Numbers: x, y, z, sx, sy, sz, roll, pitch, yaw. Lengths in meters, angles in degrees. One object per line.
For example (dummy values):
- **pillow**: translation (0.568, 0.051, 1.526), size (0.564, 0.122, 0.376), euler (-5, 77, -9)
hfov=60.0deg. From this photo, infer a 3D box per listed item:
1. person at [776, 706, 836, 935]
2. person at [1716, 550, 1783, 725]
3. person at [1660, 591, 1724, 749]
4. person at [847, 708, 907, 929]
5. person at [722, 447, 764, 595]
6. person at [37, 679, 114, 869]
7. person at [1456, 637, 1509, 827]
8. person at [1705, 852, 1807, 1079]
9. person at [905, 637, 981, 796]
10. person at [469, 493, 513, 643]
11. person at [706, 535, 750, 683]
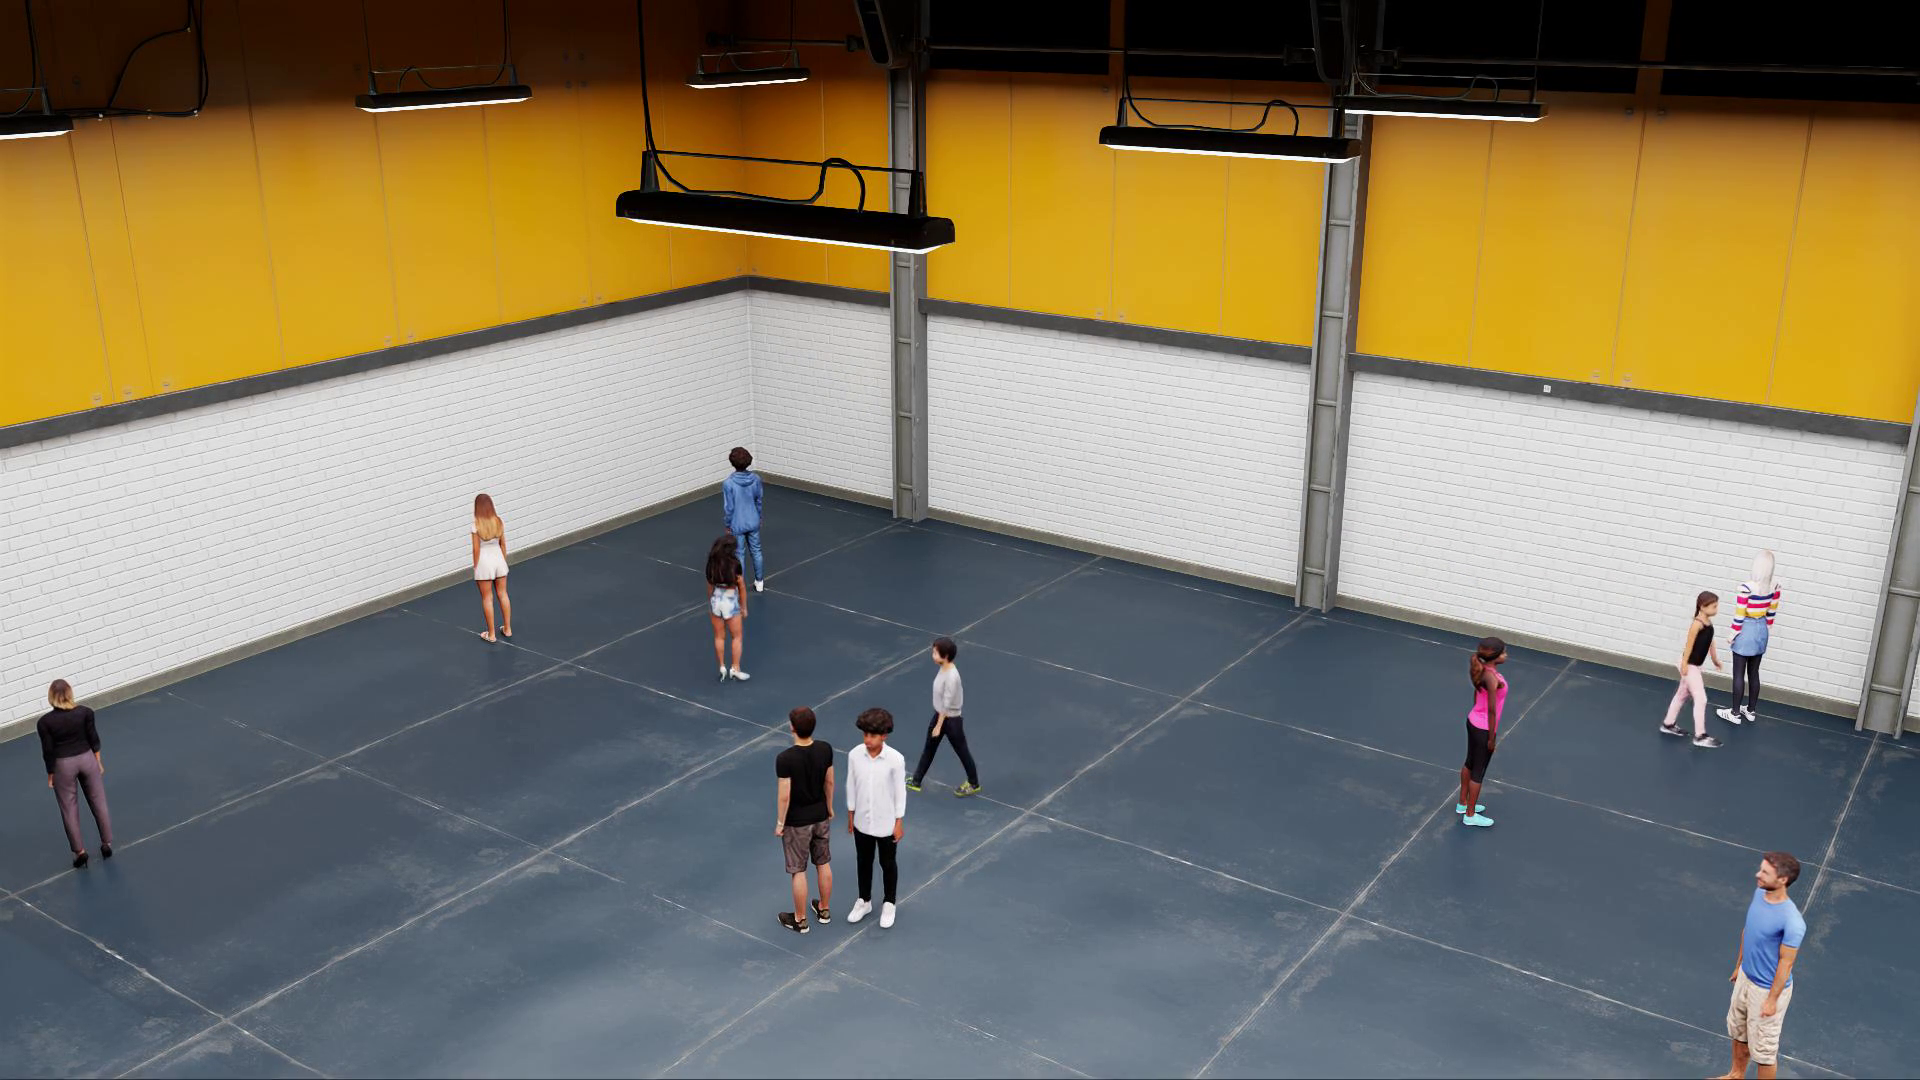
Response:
- **person**: translation (-1.190, 2.142, 12.842), size (0.739, 1.862, 0.697), euler (-13, 23, -35)
- **person**: translation (7.847, 0.942, 16.485), size (0.722, 1.809, 0.745), euler (-6, 19, -16)
- **person**: translation (7.036, 1.202, 16.135), size (0.836, 1.541, 0.543), euler (13, 23, 34)
- **person**: translation (-0.650, 2.138, 12.934), size (0.594, 1.809, 0.743), euler (6, 20, 18)
- **person**: translation (-2.596, -0.236, 19.983), size (0.752, 1.811, 0.735), euler (-10, 21, -26)
- **person**: translation (-7.323, 1.927, 13.777), size (0.641, 1.671, 0.595), euler (-16, 25, -40)
- **person**: translation (4.559, 1.645, 14.534), size (0.694, 1.722, 0.660), euler (1, 19, 2)
- **person**: translation (5.191, 2.848, 10.742), size (0.776, 1.864, 0.734), euler (-2, 19, -5)
- **person**: translation (-0.022, 1.610, 14.962), size (1.021, 1.517, 0.991), euler (-5, 19, -13)
- **person**: translation (-5.255, 0.293, 18.592), size (0.615, 1.696, 0.605), euler (-16, 24, -40)
- **person**: translation (-2.452, 0.724, 17.442), size (0.614, 1.614, 0.730), euler (4, 19, 10)
